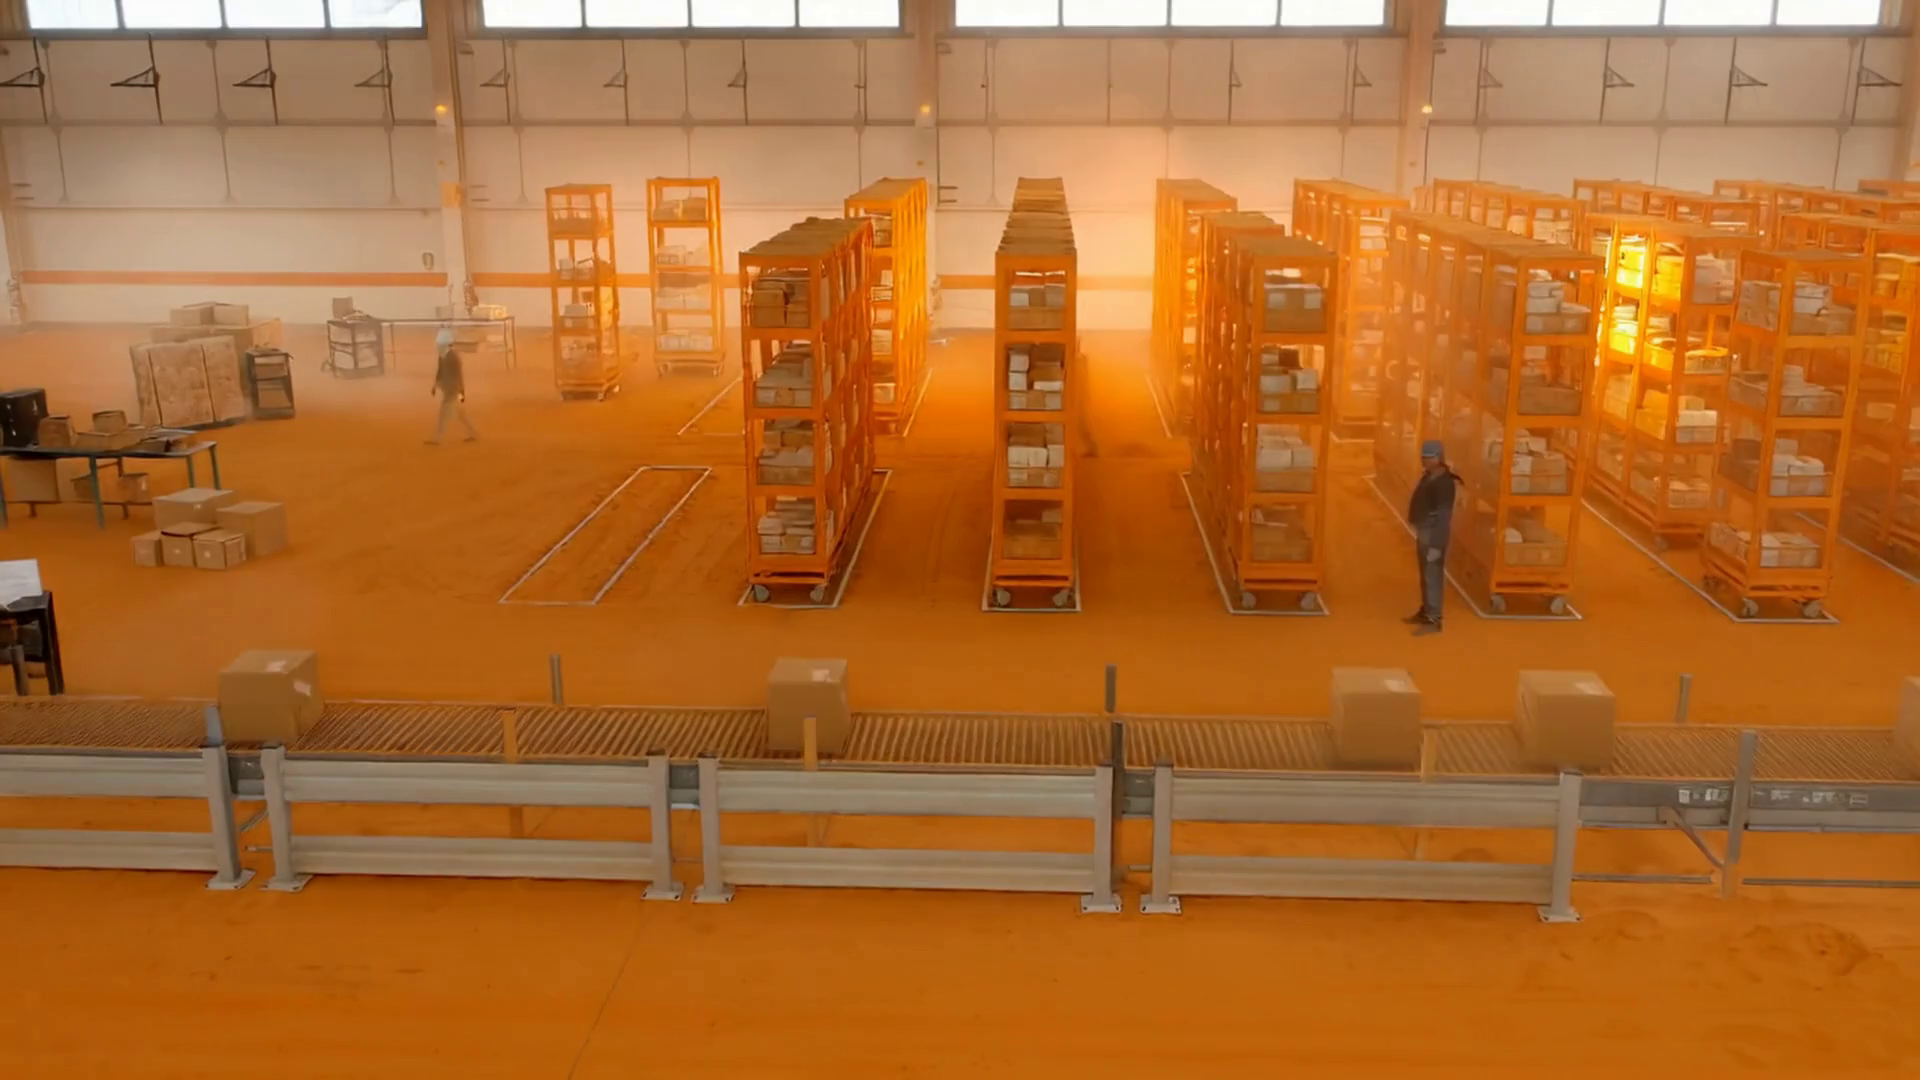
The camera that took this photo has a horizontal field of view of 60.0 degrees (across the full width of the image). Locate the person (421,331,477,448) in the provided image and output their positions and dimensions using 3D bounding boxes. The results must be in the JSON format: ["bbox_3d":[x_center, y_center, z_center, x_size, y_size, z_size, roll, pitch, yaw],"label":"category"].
[{"bbox_3d":[-7.600,-2.235,24.605,0.906,1.702,0.567,-10,18,-33],"label":"person"}]

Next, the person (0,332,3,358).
[{"bbox_3d":[-16.565,-3.259,28.124,0.658,1.863,0.999,-12,19,-37],"label":"person"}]

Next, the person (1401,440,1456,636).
[{"bbox_3d":[4.512,-0.026,16.023,0.399,1.908,0.643,1,15,4],"label":"person"}]

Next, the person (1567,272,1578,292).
[{"bbox_3d":[12.026,-4.564,33.031,0.425,1.819,0.627,-2,15,-7],"label":"person"}]

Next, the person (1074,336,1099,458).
[{"bbox_3d":[1.587,-2.008,23.592,0.972,1.791,0.598,-5,16,-17],"label":"person"}]
